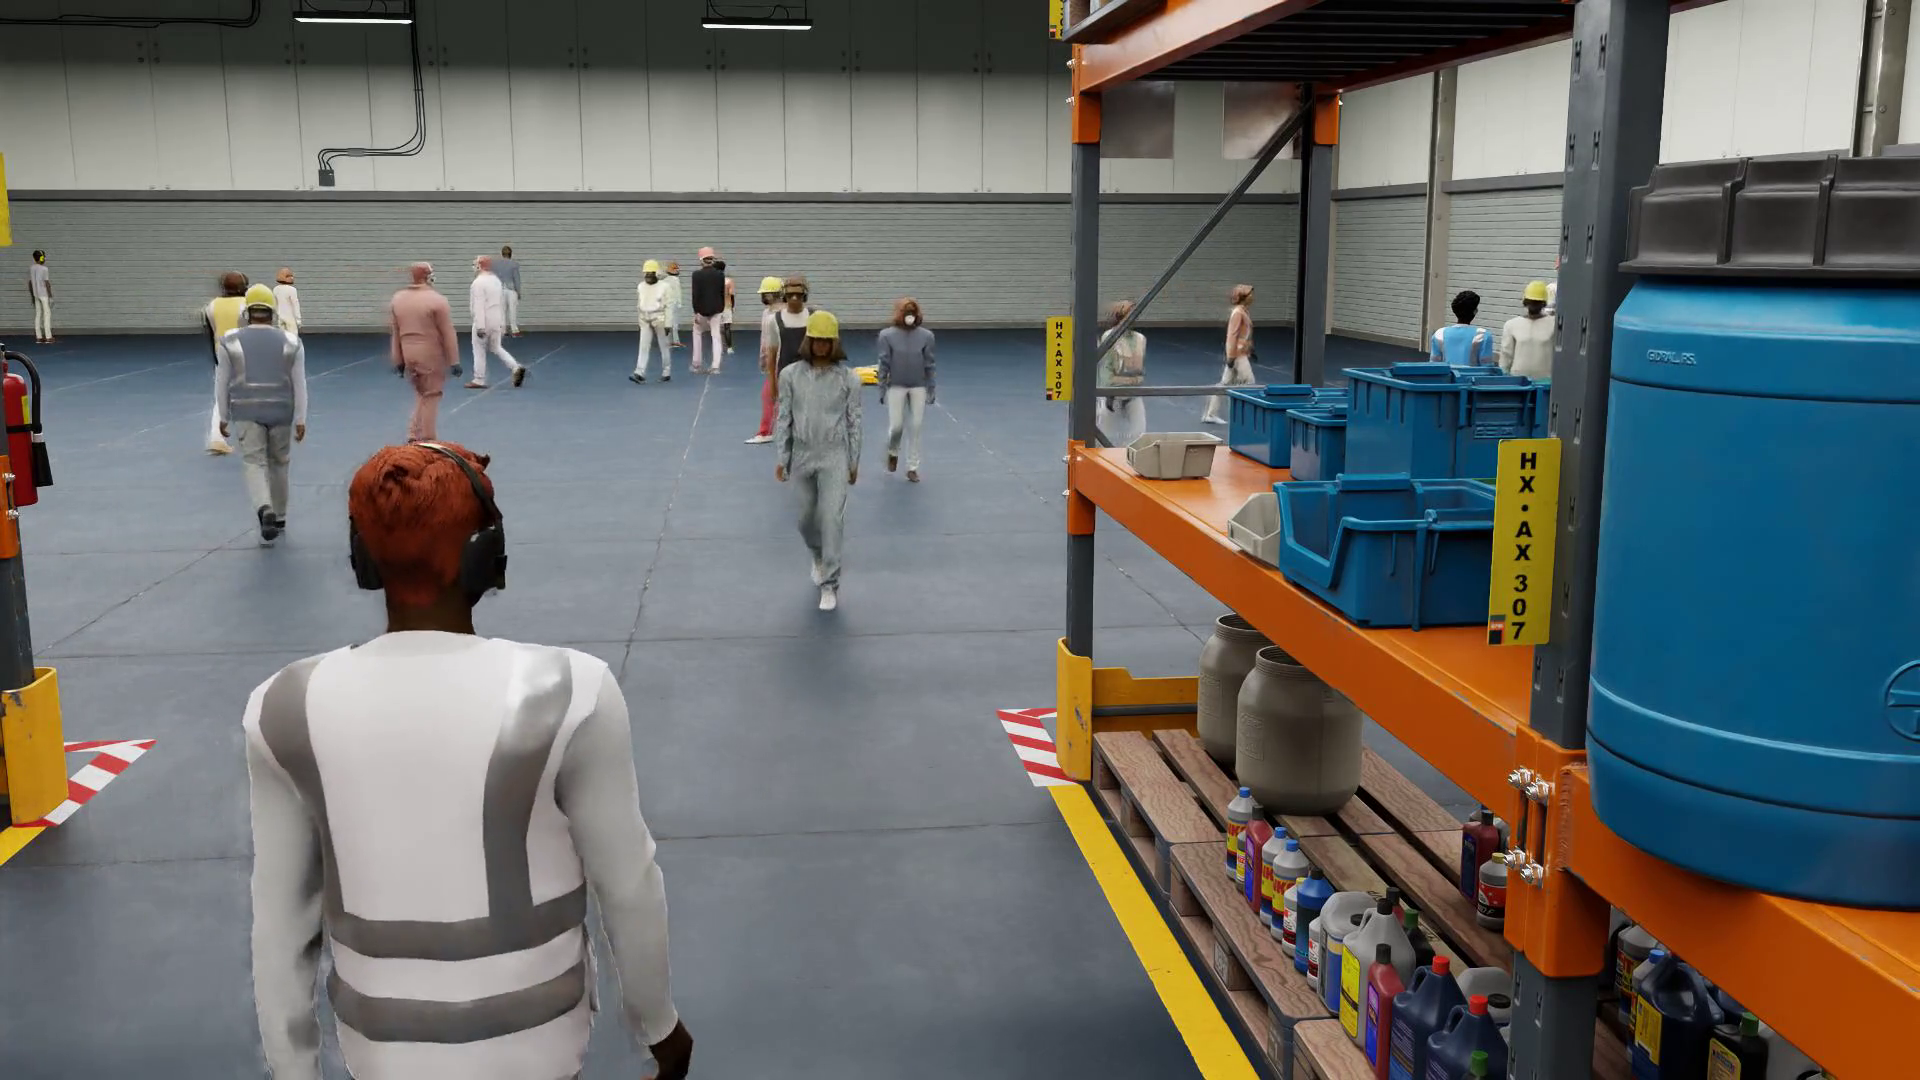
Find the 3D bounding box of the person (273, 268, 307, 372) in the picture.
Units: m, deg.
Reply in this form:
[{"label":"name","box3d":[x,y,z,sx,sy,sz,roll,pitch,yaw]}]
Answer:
[{"label":"person","box3d":[-10.614,-3.464,26.281,0.499,1.633,0.285,5,11,24]}]

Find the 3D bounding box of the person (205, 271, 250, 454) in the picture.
[{"label":"person","box3d":[-7.168,-1.760,16.499,0.639,1.801,0.944,2,11,13]}]

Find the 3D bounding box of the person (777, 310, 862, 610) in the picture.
[{"label":"person","box3d":[-0.804,-0.492,9.749,0.491,1.718,0.697,1,10,7]}]

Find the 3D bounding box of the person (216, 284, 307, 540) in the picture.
[{"label":"person","box3d":[-4.911,-0.898,11.741,0.584,1.811,0.806,-6,12,-28]}]

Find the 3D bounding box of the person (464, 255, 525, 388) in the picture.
[{"label":"person","box3d":[-6.588,-3.060,23.384,0.800,1.886,0.655,3,11,15]}]

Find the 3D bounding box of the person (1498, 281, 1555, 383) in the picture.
[{"label":"person","box3d":[5.017,-1.401,14.643,0.554,1.738,0.499,4,11,20]}]

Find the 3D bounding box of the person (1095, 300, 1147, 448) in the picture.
[{"label":"person","box3d":[1.337,-1.232,14.105,0.509,1.610,0.784,-7,12,-32]}]

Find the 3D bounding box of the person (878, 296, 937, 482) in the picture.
[{"label":"person","box3d":[-0.461,-1.320,14.548,0.510,1.617,0.400,-3,11,-14]}]

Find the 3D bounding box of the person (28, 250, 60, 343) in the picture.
[{"label":"person","box3d":[-18.502,-4.898,33.516,0.534,1.861,0.310,3,11,16]}]

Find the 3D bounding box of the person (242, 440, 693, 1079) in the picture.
[{"label":"person","box3d":[-0.763,0.776,2.491,0.592,1.848,0.966,2,10,9]}]

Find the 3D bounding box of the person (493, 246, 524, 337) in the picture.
[{"label":"person","box3d":[-9.629,-5.285,35.427,0.628,1.940,0.378,4,11,20]}]

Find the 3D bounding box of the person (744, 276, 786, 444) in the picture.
[{"label":"person","box3d":[-1.853,-1.882,17.353,0.855,1.732,0.534,-6,12,-29]}]

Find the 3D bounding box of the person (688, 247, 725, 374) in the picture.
[{"label":"person","box3d":[-3.994,-3.592,26.071,0.642,1.956,0.886,-8,13,-37]}]

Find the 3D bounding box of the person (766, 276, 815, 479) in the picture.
[{"label":"person","box3d":[-1.398,-1.372,14.363,0.529,1.814,0.888,-2,11,-13]}]

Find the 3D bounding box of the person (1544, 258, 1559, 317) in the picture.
[{"label":"person","box3d":[7.430,-2.559,20.479,0.545,1.940,0.352,-1,10,-4]}]

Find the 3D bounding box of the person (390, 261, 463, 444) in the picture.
[{"label":"person","box3d":[-5.179,-1.752,16.190,0.658,1.891,0.457,5,11,25]}]

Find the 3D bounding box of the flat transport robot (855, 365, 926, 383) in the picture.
[{"label":"flat transport robot","box3d":[-1.037,-2.476,24.600,0.652,0.197,1.431,6,12,29]}]

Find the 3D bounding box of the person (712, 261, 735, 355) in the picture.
[{"label":"person","box3d":[-4.341,-4.207,30.174,0.540,1.696,0.317,0,10,-2]}]

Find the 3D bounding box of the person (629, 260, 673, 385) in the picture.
[{"label":"person","box3d":[-4.462,-3.133,24.026,0.621,1.785,0.898,4,11,20]}]

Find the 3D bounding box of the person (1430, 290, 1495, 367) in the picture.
[{"label":"person","box3d":[4.116,-1.193,13.659,0.535,1.697,0.318,7,13,35]}]

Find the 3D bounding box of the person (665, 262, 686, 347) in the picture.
[{"label":"person","box3d":[-5.576,-4.589,32.446,0.280,1.633,0.500,-9,14,-41]}]

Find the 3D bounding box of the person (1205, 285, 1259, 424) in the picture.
[{"label":"person","box3d":[3.198,-2.081,18.810,0.874,1.592,0.518,2,11,12]}]
